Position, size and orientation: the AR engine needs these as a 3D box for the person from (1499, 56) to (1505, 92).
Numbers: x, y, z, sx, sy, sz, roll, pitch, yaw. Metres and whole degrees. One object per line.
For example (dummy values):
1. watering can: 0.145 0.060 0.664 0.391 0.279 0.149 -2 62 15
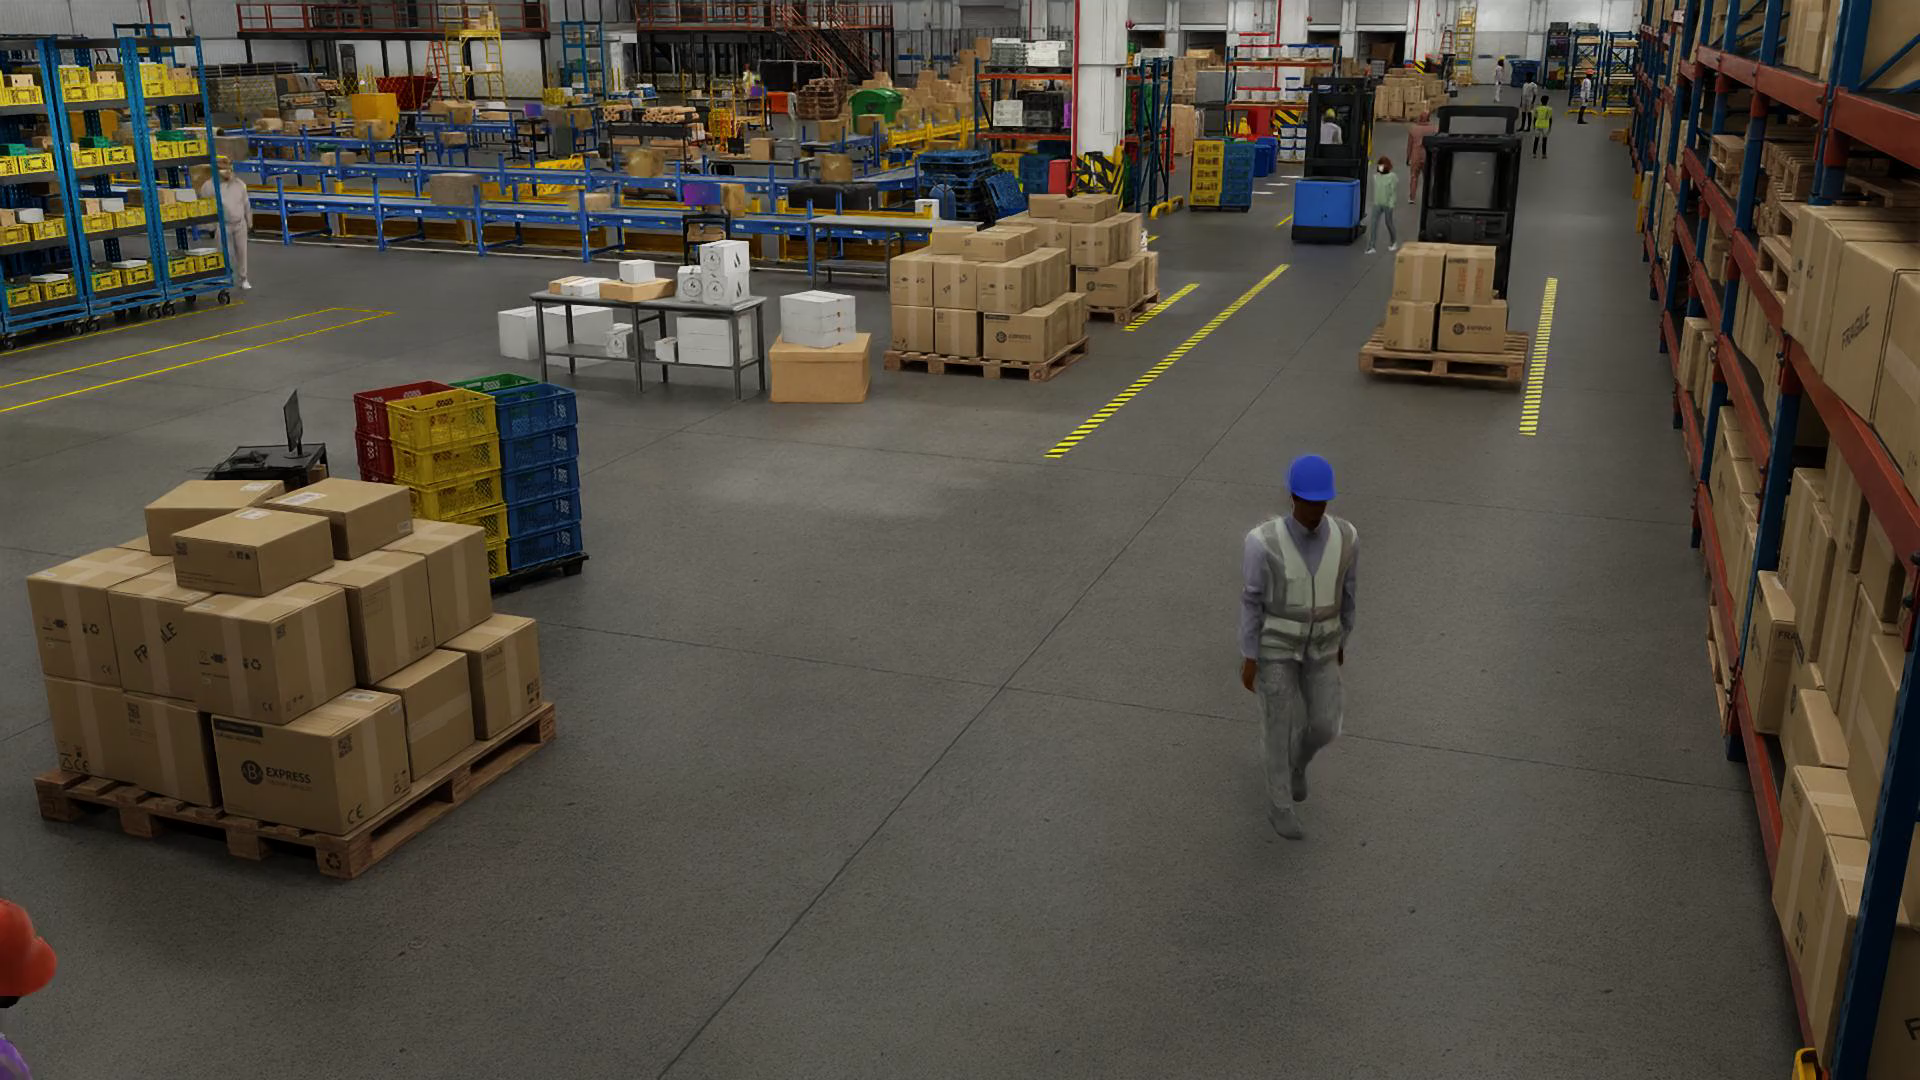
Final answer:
1. person: 27.067 -23.316 83.228 0.533 1.765 0.329 -14 23 -38

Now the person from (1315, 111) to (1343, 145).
1. person: 8.257 -8.694 37.247 0.621 1.780 0.915 7 19 21

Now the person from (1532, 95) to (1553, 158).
1. person: 16.046 -11.380 45.830 0.535 1.699 0.318 12 21 33

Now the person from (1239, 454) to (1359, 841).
1. person: 1.631 0.505 8.108 0.614 1.932 0.483 -3 18 -9

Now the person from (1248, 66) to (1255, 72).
1. person: 12.873 -20.190 73.284 0.708 1.842 0.527 13 22 35

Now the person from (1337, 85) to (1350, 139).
1. person: 12.136 -13.581 52.794 0.549 1.673 0.716 -10 20 -30

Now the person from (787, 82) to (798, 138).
1. person: -5.045 -12.877 50.258 0.309 1.868 0.534 -10 20 -28

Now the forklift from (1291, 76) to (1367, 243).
1. forklift: 6.598 -6.755 29.381 1.129 2.768 1.873 6 19 19

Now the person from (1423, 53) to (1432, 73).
1. person: 22.298 -22.231 79.483 0.464 1.977 0.621 -5 18 -16

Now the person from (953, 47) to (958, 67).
1. person: -0.278 -27.489 96.054 0.351 1.941 0.545 -16 24 -41

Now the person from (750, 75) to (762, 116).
1. person: -7.186 -15.523 58.766 0.530 1.746 0.659 -12 21 -32

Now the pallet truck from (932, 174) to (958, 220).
1. pallet truck: -0.507 -5.292 27.348 0.653 1.274 1.630 6 19 19

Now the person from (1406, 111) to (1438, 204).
1. person: 9.724 -8.050 35.030 0.643 1.910 0.400 5 18 16

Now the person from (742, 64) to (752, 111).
1. person: -8.622 -18.289 67.253 0.419 1.869 0.612 10 20 29

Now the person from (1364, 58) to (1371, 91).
1. person: 20.231 -23.172 82.936 0.785 1.673 0.537 9 20 26

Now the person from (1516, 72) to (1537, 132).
1. person: 19.013 -14.667 55.723 0.367 1.966 0.603 -9 20 -26

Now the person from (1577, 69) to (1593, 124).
1. person: 22.506 -15.934 59.777 0.399 1.928 0.542 2 18 7

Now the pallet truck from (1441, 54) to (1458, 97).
1. pallet truck: 22.765 -21.886 78.355 0.823 1.965 1.885 -4 18 -14

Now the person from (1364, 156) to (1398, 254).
1. person: 7.132 -5.628 27.910 0.506 1.604 0.782 15 23 39

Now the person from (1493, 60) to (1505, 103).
1. person: 23.956 -20.388 73.906 0.429 1.842 0.627 2 18 7

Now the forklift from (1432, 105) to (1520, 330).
1. forklift: 6.241 -3.900 20.409 1.129 2.768 1.873 6 19 19

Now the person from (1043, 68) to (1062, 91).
1. person: 3.336 -15.862 59.357 0.684 2.000 0.535 6 18 17

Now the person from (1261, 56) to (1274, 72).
1. person: 14.633 -22.010 78.938 0.667 1.883 0.852 6 19 19

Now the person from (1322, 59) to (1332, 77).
1. person: 18.495 -23.539 83.686 0.614 1.911 0.419 -3 18 -8

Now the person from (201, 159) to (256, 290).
1. person: -10.579 -4.570 24.130 0.443 1.893 0.651 17 24 42

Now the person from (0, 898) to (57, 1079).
1. person: -2.541 1.745 4.289 0.677 1.887 0.493 15 23 39
